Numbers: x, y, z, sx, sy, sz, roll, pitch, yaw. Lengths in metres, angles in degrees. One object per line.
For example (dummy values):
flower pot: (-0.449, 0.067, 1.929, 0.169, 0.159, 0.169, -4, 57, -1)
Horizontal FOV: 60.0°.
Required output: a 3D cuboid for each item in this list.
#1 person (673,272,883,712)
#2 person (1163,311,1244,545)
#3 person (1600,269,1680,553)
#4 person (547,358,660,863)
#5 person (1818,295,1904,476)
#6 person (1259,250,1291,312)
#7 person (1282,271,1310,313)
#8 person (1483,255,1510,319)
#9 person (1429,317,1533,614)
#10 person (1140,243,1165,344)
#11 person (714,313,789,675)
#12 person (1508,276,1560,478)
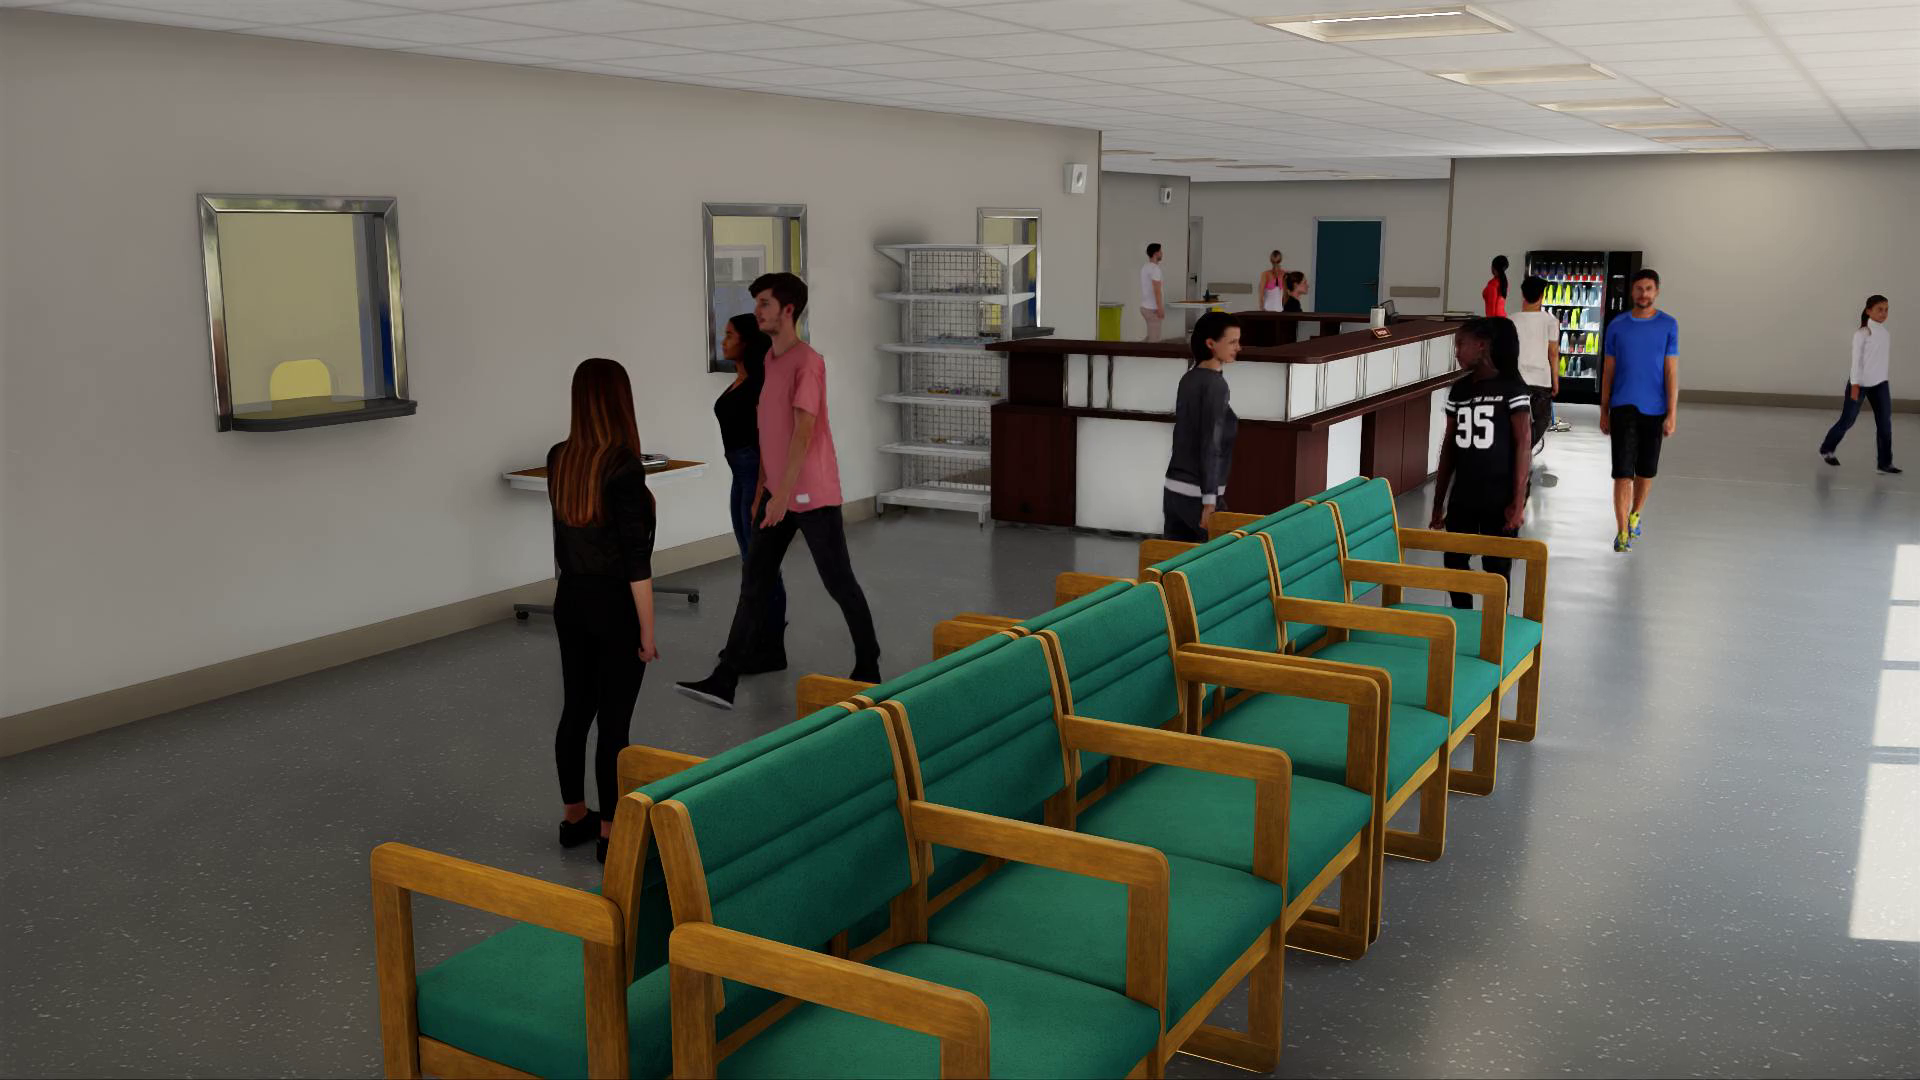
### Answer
person: (-0.606, -0.171, 7.319, 0.982, 1.902, 1.243, -9, 14, -39)
person: (1.041, -0.191, 7.824, 0.864, 1.753, 0.798, -5, 12, -24)
person: (4.527, -0.843, 11.078, 1.200, 1.820, 0.828, 4, 12, 21)
person: (-1.250, 0.234, 5.697, 0.496, 1.710, 0.660, 8, 13, 35)
person: (7.848, -1.341, 14.498, 1.021, 1.524, 1.027, -2, 11, -8)
person: (4.570, -3.298, 24.129, 0.739, 1.779, 0.805, 0, 11, 2)
person: (3.330, -1.909, 17.179, 1.164, 1.640, 0.877, 2, 11, 9)
person: (6.616, -2.557, 20.264, 0.838, 1.763, 0.795, 9, 14, 41)
person: (2.503, -0.187, 7.877, 0.665, 1.724, 0.789, 7, 13, 34)
person: (2.707, -3.362, 24.202, 0.956, 1.876, 0.890, -1, 11, -7)
person: (-0.989, -0.232, 8.078, 0.721, 1.739, 0.645, -4, 12, -21)
person: (4.734, -1.334, 13.884, 0.769, 1.709, 0.731, 7, 13, 33)
